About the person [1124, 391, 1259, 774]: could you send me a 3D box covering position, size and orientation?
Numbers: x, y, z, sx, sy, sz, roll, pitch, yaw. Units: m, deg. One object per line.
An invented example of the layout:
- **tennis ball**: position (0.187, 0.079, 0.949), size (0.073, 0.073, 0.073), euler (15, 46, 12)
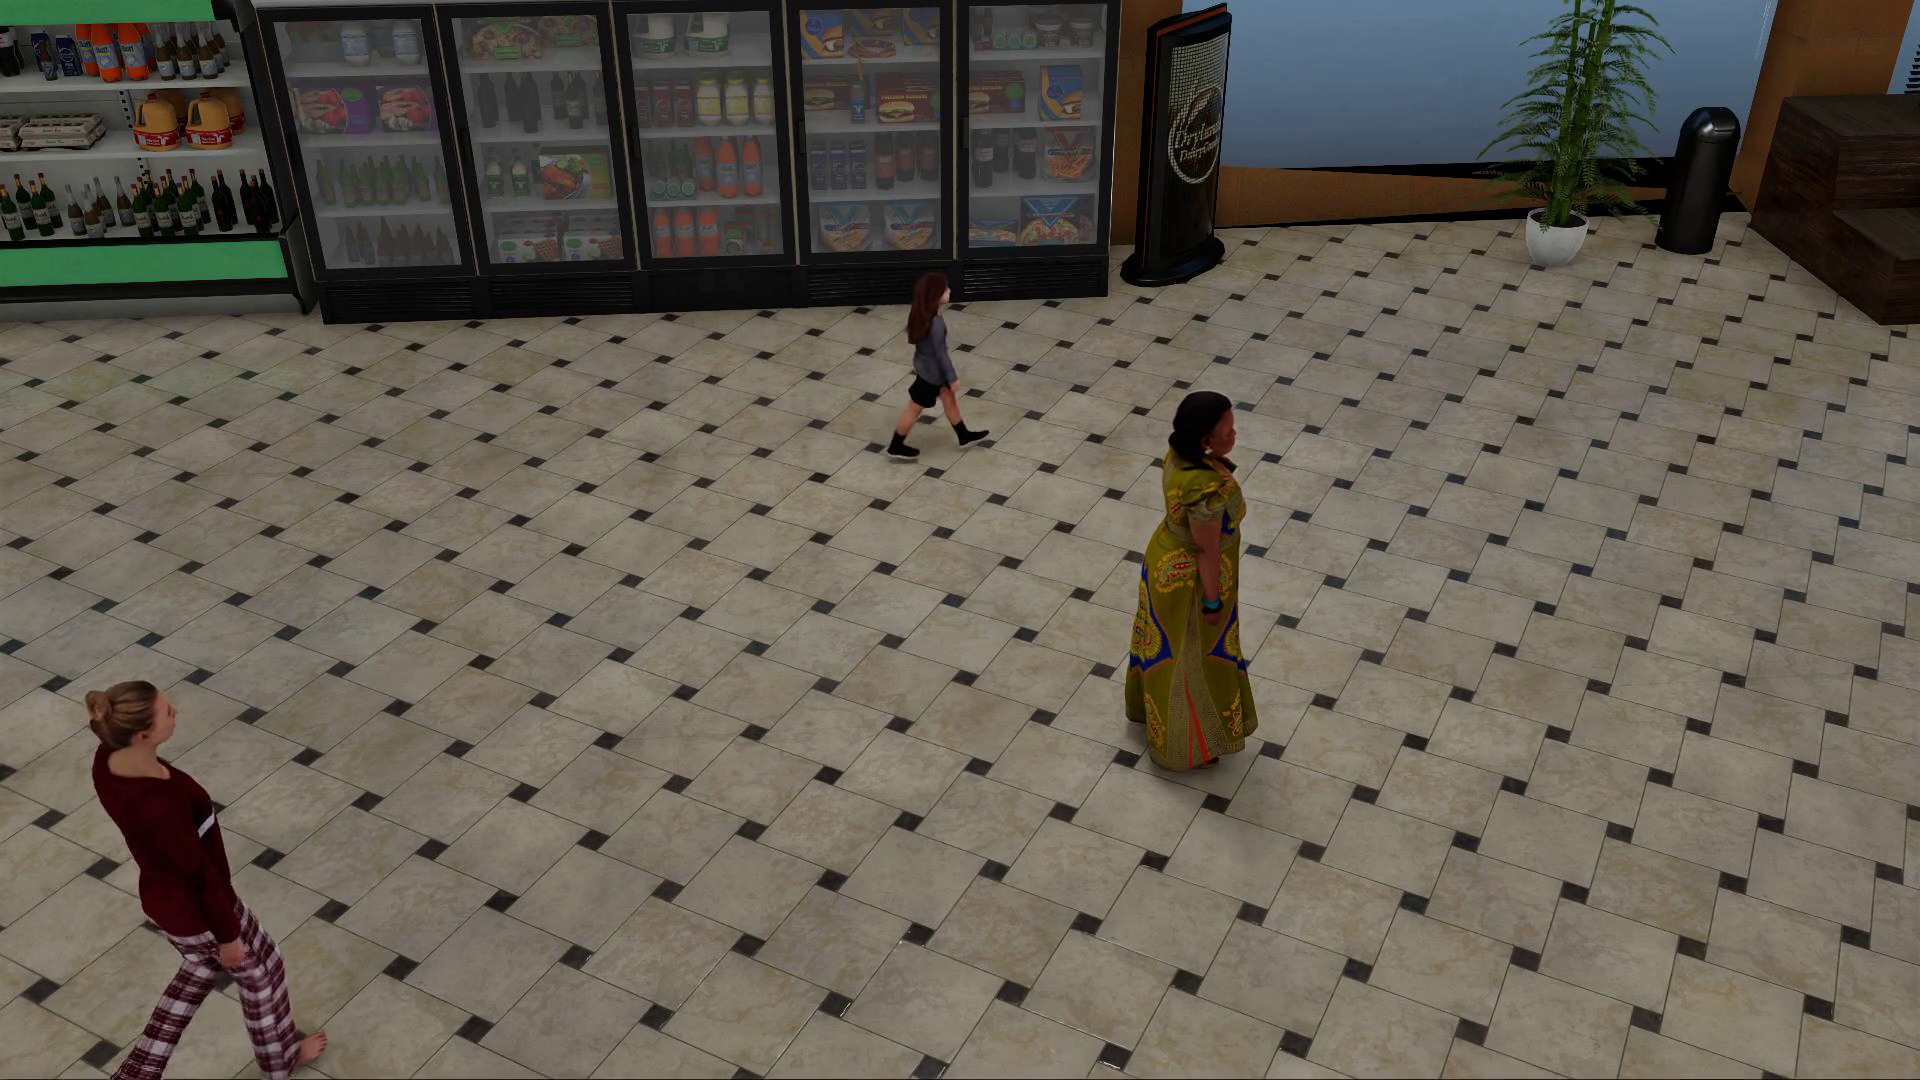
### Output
- **person**: position (0.926, 0.154, 6.662), size (0.752, 1.661, 0.843), euler (-4, 32, -6)

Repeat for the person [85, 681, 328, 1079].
- **person**: position (-2.410, 1.131, 5.075), size (0.943, 1.678, 0.993), euler (23, 39, 32)

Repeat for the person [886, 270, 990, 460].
- **person**: position (-0.208, -0.912, 8.928), size (0.801, 1.076, 0.493), euler (-5, 32, -7)
